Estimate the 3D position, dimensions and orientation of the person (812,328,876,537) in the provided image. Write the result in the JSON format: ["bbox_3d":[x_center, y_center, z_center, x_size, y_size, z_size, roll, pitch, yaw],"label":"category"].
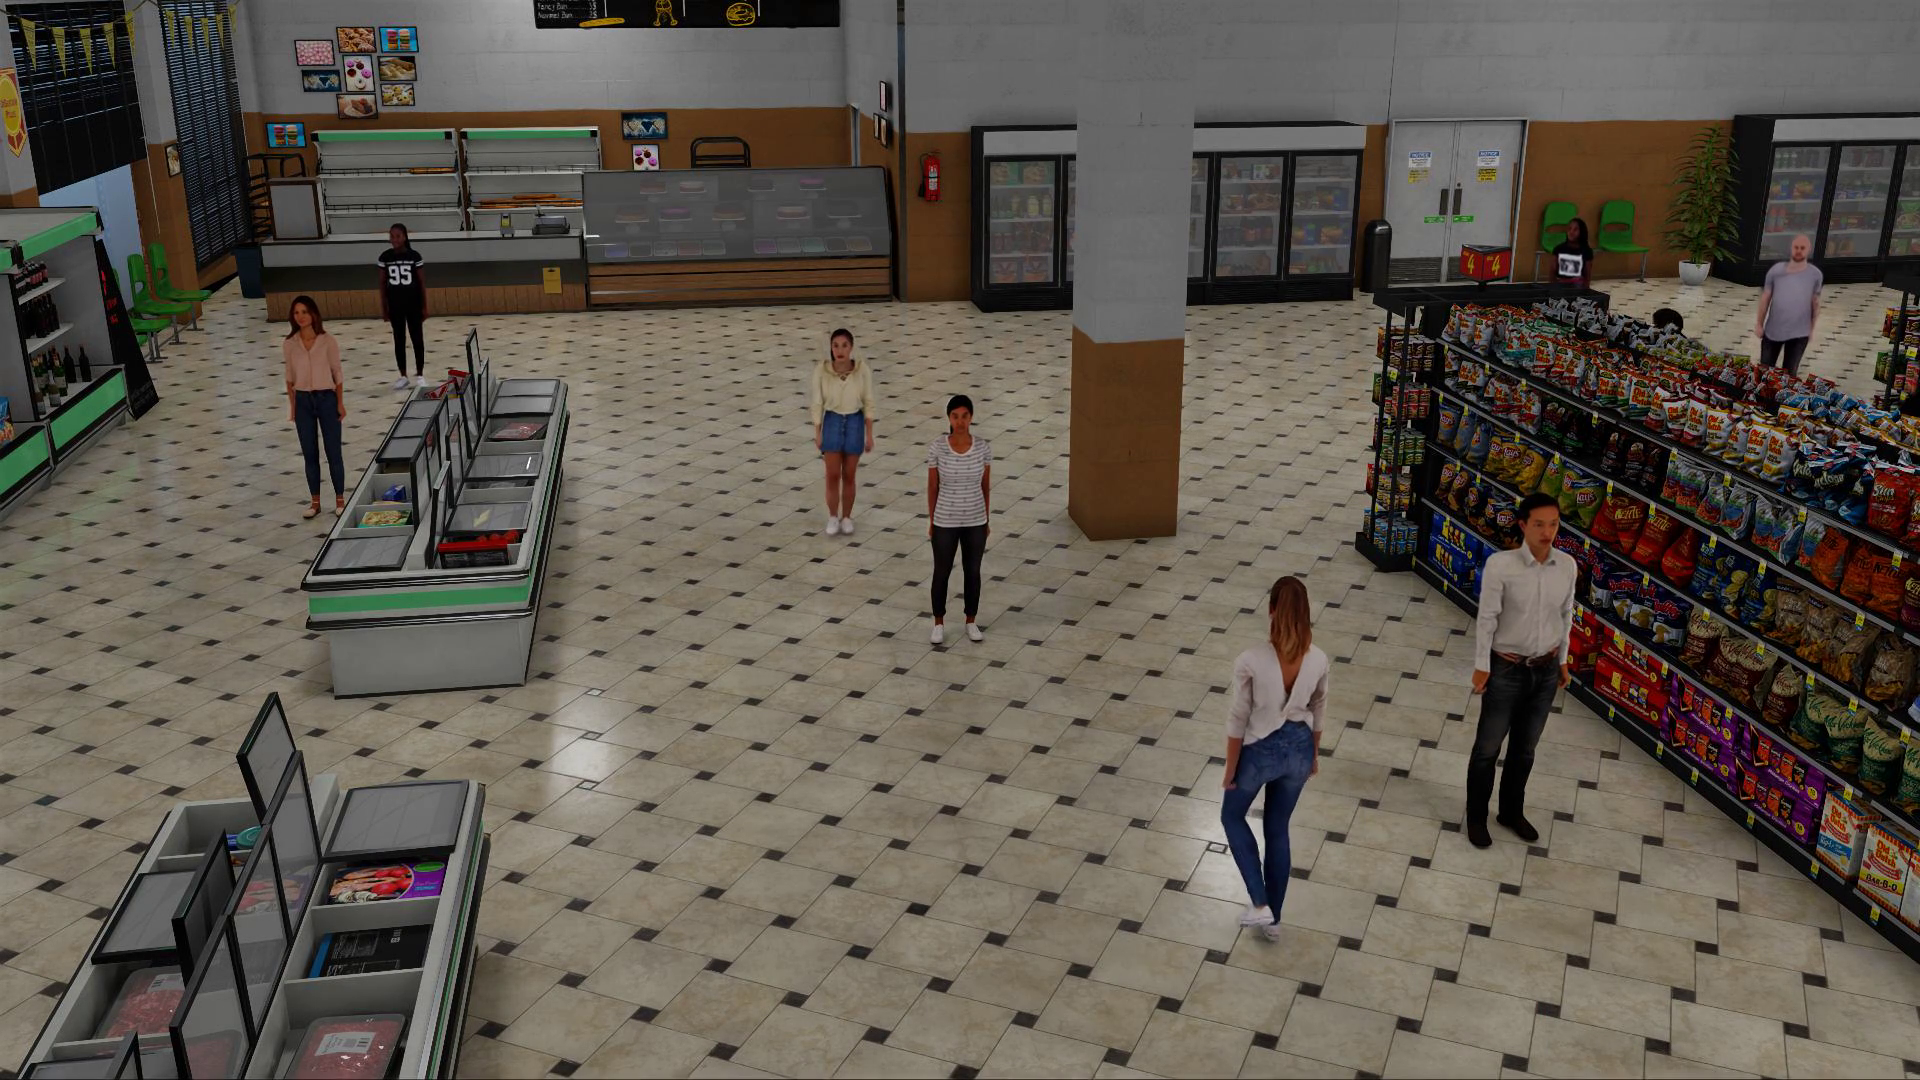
[{"bbox_3d":[-0.894,-0.848,12.869,0.635,1.619,0.593,-3,19,-8],"label":"person"}]

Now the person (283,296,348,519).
[{"bbox_3d":[-5.116,-1.065,13.242,0.583,1.792,0.517,-3,19,-8],"label":"person"}]

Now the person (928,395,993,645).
[{"bbox_3d":[-0.007,-0.136,10.715,0.561,1.646,0.507,-3,19,-8],"label":"person"}]

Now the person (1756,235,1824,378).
[{"bbox_3d":[8.005,-2.037,16.089,1.059,1.814,1.184,9,21,26],"label":"person"}]

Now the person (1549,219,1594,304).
[{"bbox_3d":[6.593,-2.611,17.966,0.983,1.704,1.043,13,22,33],"label":"person"}]

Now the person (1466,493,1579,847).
[{"bbox_3d":[2.757,0.627,8.195,0.650,1.811,0.533,-3,19,-8],"label":"person"}]

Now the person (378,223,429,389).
[{"bbox_3d":[-5.819,-2.455,17.468,0.604,1.725,0.516,-3,19,-8],"label":"person"}]

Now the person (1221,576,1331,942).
[{"bbox_3d":[1.385,1.005,7.232,0.611,1.709,0.630,-3,19,-10],"label":"person"}]
